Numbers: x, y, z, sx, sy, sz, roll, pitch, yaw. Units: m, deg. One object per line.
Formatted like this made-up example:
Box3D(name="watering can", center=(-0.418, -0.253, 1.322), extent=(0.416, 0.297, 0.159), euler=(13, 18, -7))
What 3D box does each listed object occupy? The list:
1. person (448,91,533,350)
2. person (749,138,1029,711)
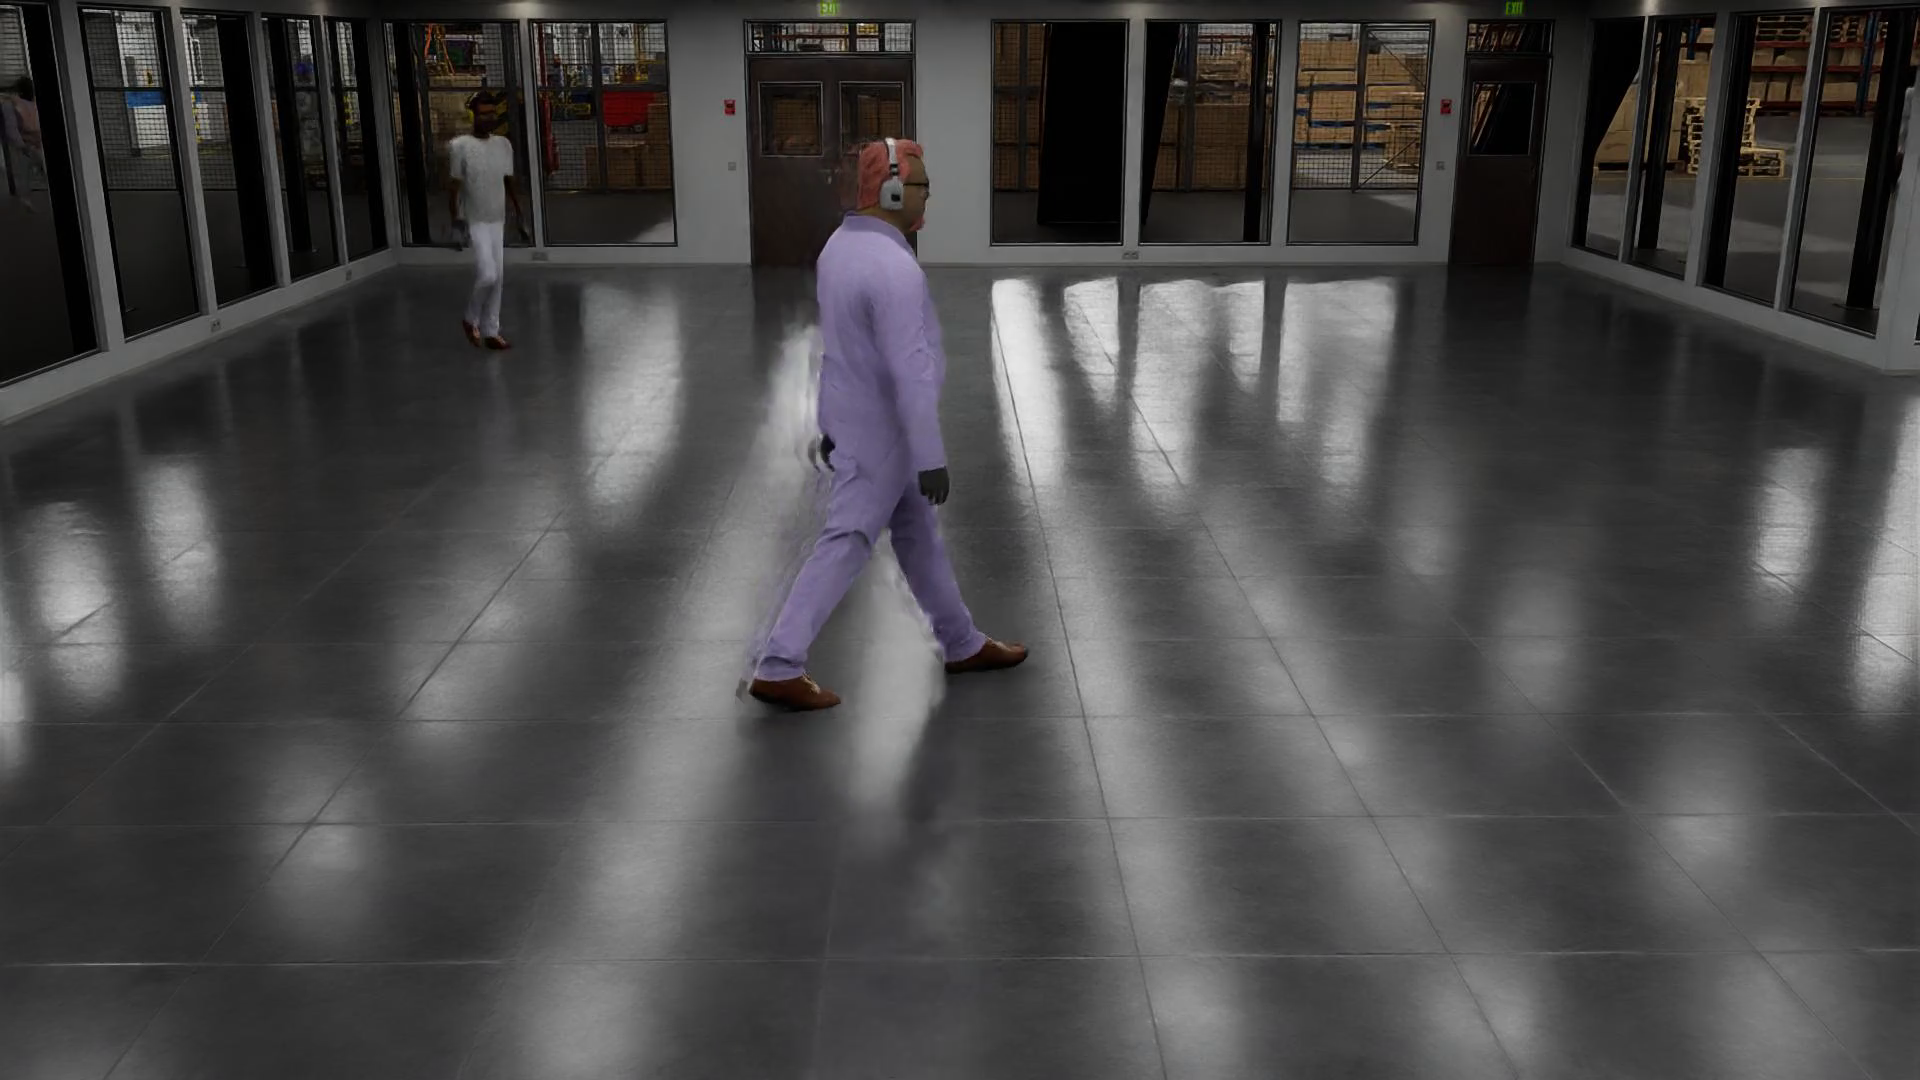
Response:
Box3D(name="person", center=(-3.383, -2.276, 11.965), extent=(0.387, 1.850, 0.535), euler=(11, 20, 34))
Box3D(name="person", center=(-0.258, -0.360, 5.433), extent=(1.016, 1.859, 0.671), euler=(-5, 17, -17))
